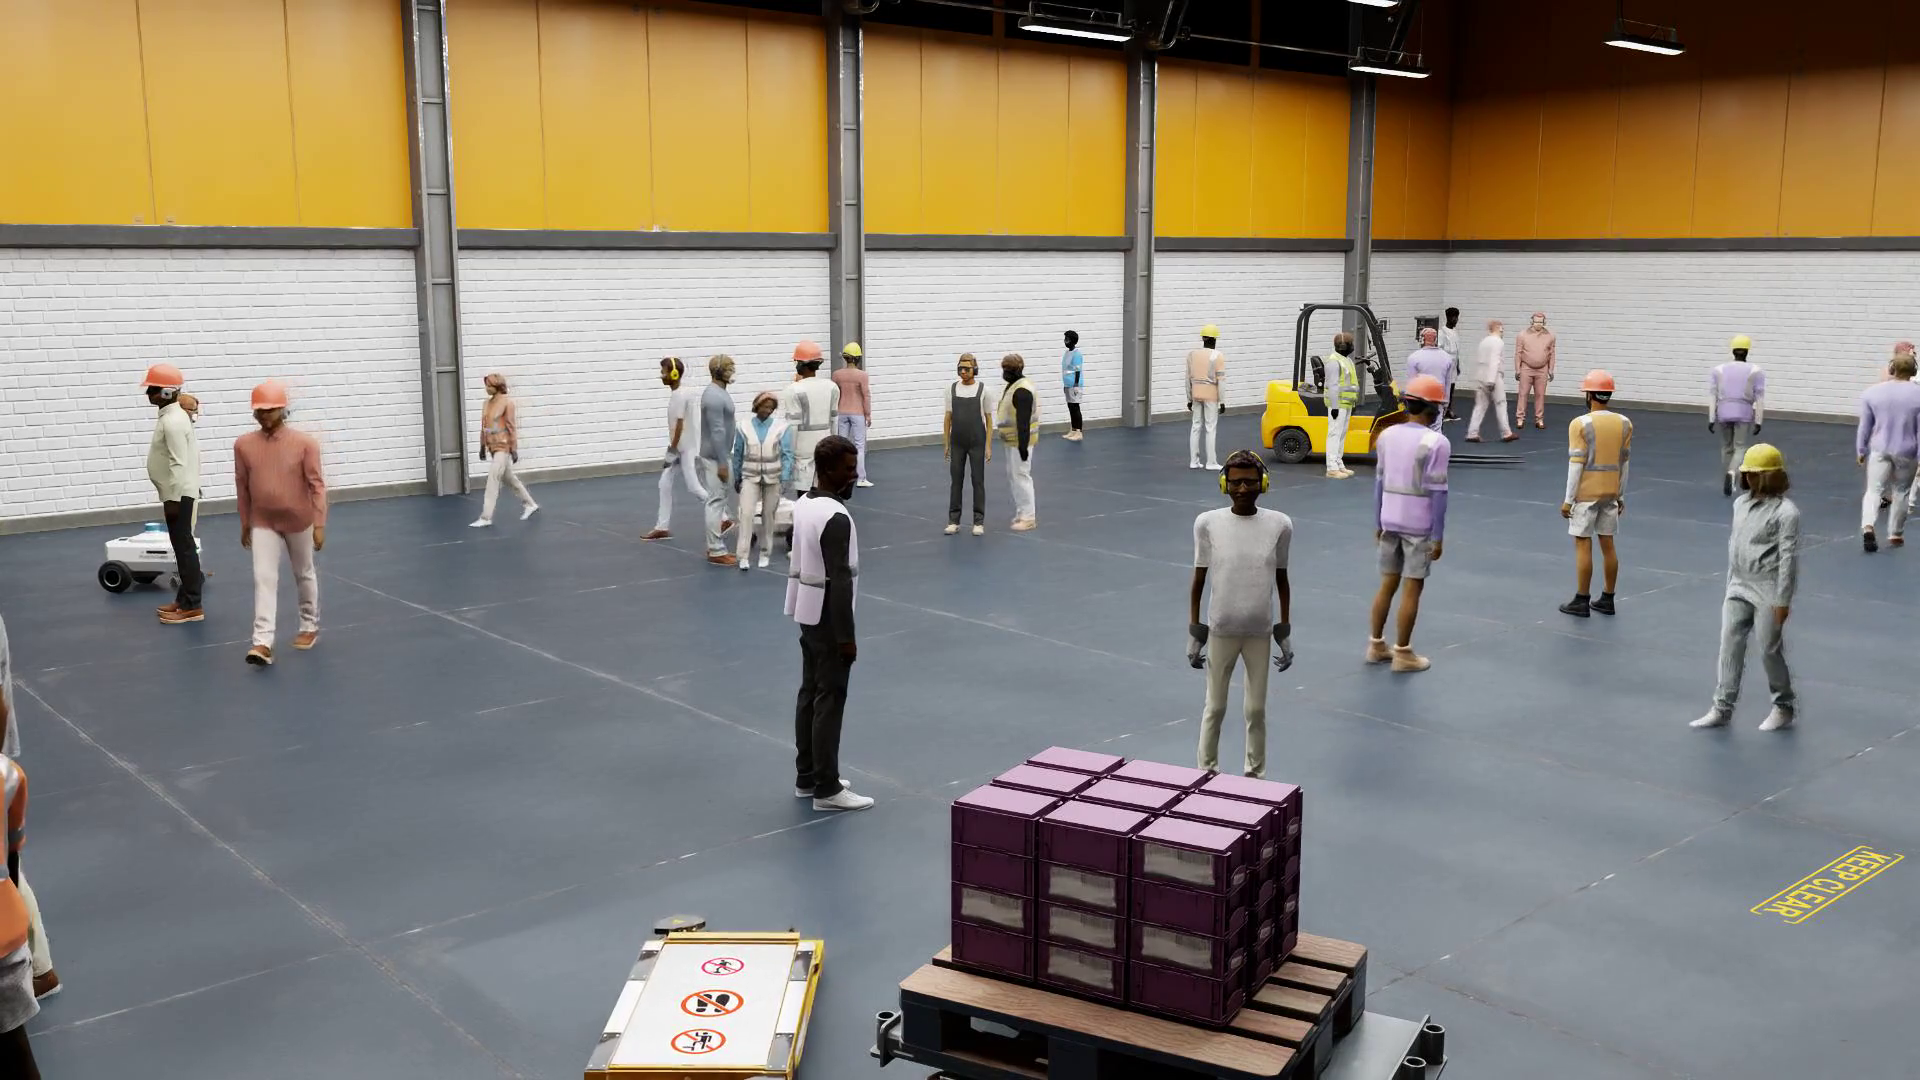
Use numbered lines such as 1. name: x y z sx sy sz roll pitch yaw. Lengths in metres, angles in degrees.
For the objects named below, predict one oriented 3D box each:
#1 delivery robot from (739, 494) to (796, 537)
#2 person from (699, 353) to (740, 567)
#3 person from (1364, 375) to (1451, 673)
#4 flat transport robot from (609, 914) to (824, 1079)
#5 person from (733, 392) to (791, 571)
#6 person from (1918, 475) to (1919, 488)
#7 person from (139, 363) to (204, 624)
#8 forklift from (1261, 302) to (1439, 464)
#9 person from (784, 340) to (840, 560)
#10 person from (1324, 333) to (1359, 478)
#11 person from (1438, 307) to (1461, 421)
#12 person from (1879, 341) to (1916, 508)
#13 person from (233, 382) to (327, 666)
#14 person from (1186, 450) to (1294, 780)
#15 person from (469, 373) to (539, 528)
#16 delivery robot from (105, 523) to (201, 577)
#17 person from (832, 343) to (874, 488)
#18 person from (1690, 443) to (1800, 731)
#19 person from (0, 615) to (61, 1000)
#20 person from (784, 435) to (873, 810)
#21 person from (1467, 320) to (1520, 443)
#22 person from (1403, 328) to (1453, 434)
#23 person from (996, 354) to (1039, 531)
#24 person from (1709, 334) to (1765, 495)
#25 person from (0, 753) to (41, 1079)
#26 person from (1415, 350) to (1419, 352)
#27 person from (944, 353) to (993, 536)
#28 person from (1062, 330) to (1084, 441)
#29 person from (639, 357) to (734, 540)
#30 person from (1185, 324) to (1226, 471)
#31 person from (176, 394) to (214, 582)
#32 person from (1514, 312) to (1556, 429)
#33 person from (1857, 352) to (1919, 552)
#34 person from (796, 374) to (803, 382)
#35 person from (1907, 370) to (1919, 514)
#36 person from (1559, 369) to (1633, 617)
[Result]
1. delivery robot: -1.768 -0.237 16.042 0.707 0.478 0.477 0 10 -2
2. person: -2.191 -0.729 15.153 0.362 1.938 0.633 -1 10 -6
3. person: 3.078 -0.105 11.298 0.467 2.023 0.616 -6 11 -32
4. flat transport robot: -0.869 1.687 5.874 0.652 0.197 1.431 0 10 1
5. person: -1.767 -0.508 14.838 0.523 1.602 0.772 -1 10 -5
6. person: 11.914 -1.439 20.184 0.517 1.639 0.313 1 10 7
7. person: -6.064 -0.361 12.829 0.375 1.997 0.612 -5 11 -27
8. forklift: 5.320 -2.157 22.763 2.313 2.155 1.214 3 10 16
9. person: -1.389 -0.817 15.350 0.368 2.048 0.608 9 13 43
10. person: 4.861 -1.713 21.199 0.429 1.842 0.633 5 11 28
11. person: 8.339 -2.997 28.410 0.610 1.951 0.388 -8 13 -41
12. person: 10.474 -1.298 18.696 0.471 1.870 0.776 4 11 23
13. person: -4.741 -0.121 11.578 0.642 1.937 1.008 -1 10 -5
14. person: 1.405 0.473 8.319 0.536 1.869 0.312 0 10 3
15. person: -4.815 -0.962 17.507 0.848 1.599 0.530 -9 13 -44
16. delivery robot: -6.814 0.102 14.058 0.707 0.478 0.477 1 10 4
17. person: -1.307 -1.516 20.266 0.523 1.769 0.313 5 11 26
18. person: 4.718 0.293 9.823 0.514 1.748 0.502 -3 10 -17
19. person: -3.659 0.853 6.186 0.497 1.885 0.564 -8 13 -40
20. person: -0.693 0.420 8.496 0.371 1.913 0.597 -4 11 -23
21. person: 8.093 -2.385 25.110 0.892 1.851 0.722 -2 10 -9
22. person: 5.972 -1.762 21.325 0.640 1.902 0.402 -3 10 -18
23. person: 0.584 -1.006 17.127 0.432 1.824 0.688 -1 10 -7
24. person: 9.097 -1.459 19.532 0.592 1.907 0.744 7 12 36
25. person: -2.853 1.174 4.721 0.319 1.696 0.532 2 10 9
26. person: 6.951 -2.284 24.756 0.526 1.769 0.328 -3 10 -18
27. person: 0.082 -0.961 16.783 0.505 1.846 0.347 2 10 14
28. person: 1.719 -2.364 25.458 0.321 1.694 0.535 -3 10 -15
29. person: -2.710 -0.903 16.509 0.902 1.833 0.497 -4 10 -21
30. person: 3.250 -1.879 21.916 0.591 1.925 0.385 9 13 42
31. person: -6.700 -0.453 14.425 0.282 1.633 0.499 -2 10 -10
32. person: 9.389 -2.759 27.175 0.652 1.906 0.406 1 10 8
33. person: 8.878 -0.833 15.843 0.638 1.911 0.919 8 12 38
34. person: -1.582 -0.955 17.368 0.265 1.632 0.507 -3 10 -16
35. person: 10.541 -1.203 18.085 0.584 1.882 0.346 5 11 27
36. person: 4.955 -0.366 13.032 0.551 1.935 0.375 -3 10 -17
